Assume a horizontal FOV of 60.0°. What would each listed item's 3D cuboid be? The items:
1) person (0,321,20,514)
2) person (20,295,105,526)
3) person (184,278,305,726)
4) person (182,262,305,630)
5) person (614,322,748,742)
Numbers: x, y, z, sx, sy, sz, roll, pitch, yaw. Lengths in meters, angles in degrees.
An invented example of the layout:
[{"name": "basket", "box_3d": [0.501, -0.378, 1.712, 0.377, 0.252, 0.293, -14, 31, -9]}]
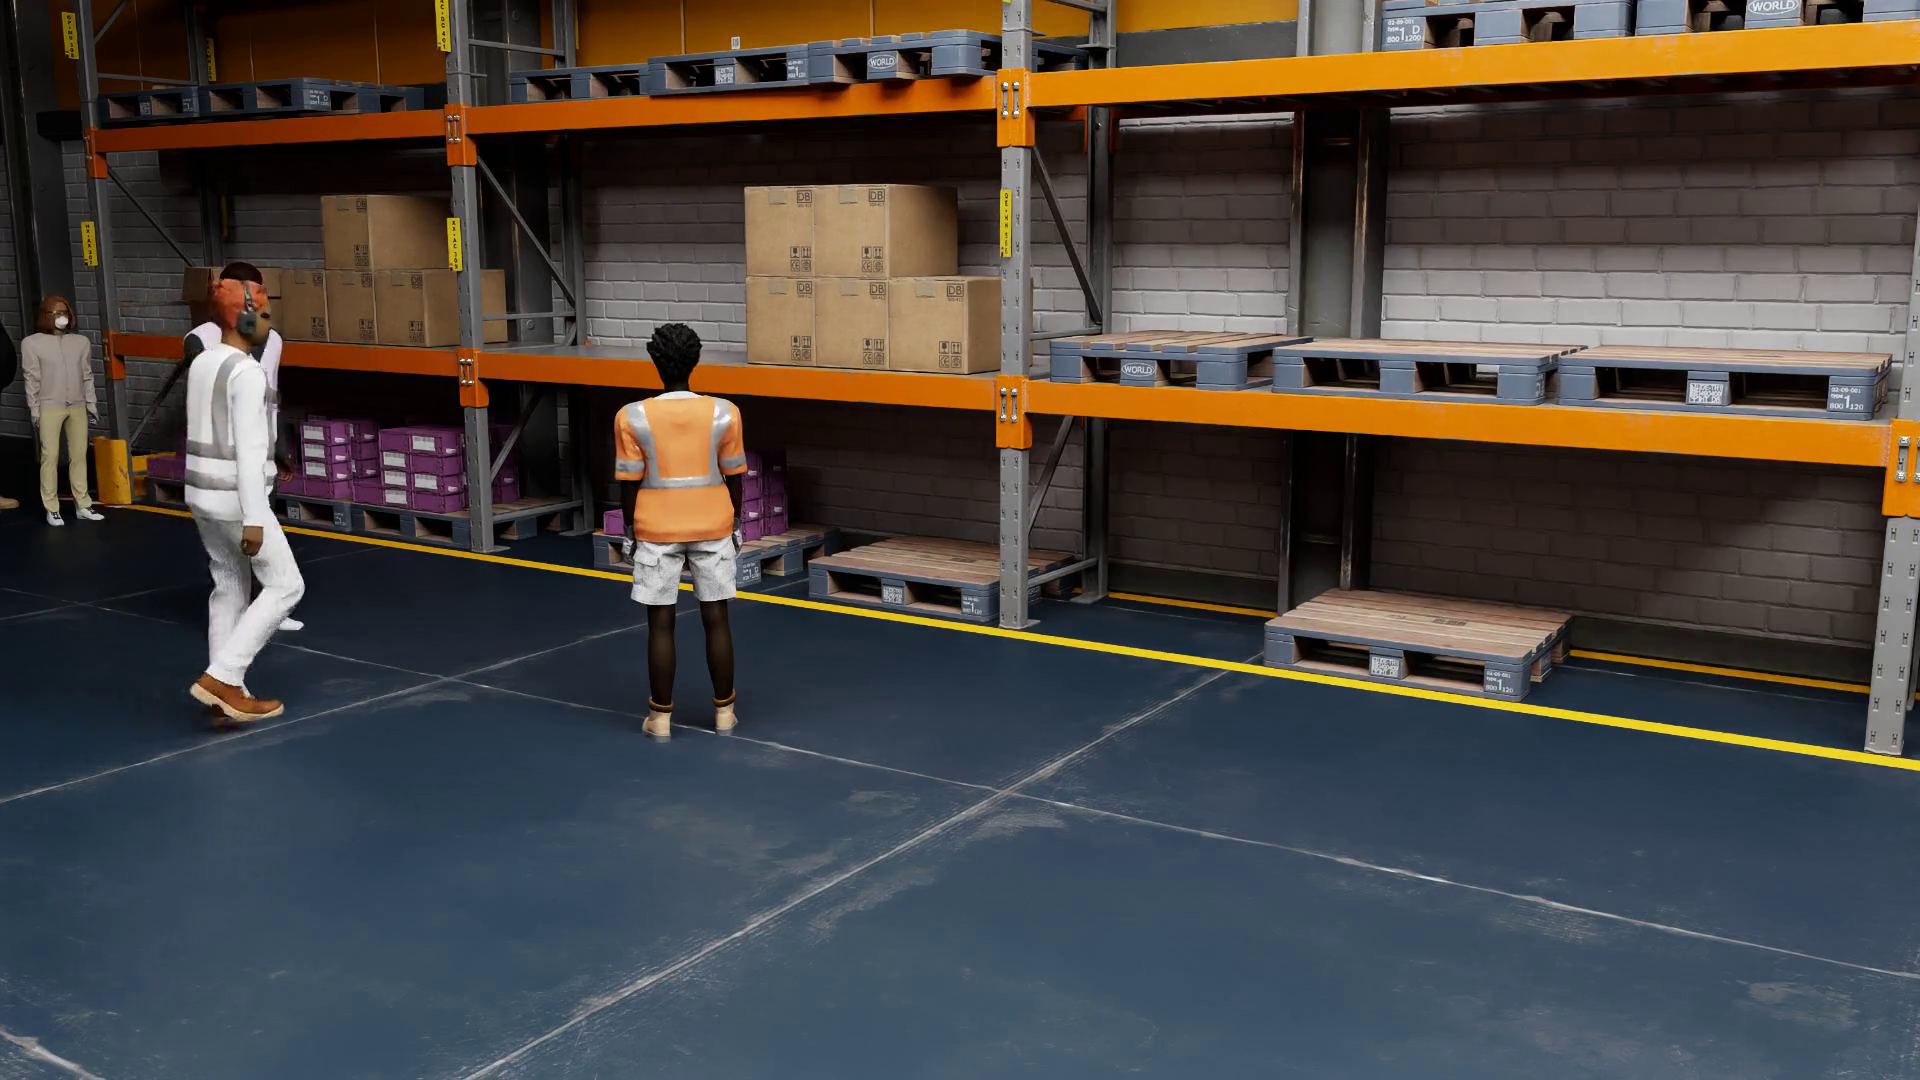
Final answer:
[{"name": "person", "box_3d": [-7.260, -1.201, 12.288, 0.536, 2.000, 0.676, -2, 10, -9]}, {"name": "person", "box_3d": [-6.406, -0.926, 11.884, 0.279, 1.636, 0.500, 6, 12, 32]}, {"name": "person", "box_3d": [-2.982, -0.142, 6.892, 0.597, 1.867, 0.412, 9, 14, 41]}, {"name": "person", "box_3d": [-3.643, -0.443, 8.447, 0.397, 1.913, 0.587, 4, 11, 19]}, {"name": "person", "box_3d": [-1.120, -0.025, 6.723, 0.534, 1.698, 0.318, -3, 11, -18]}]
